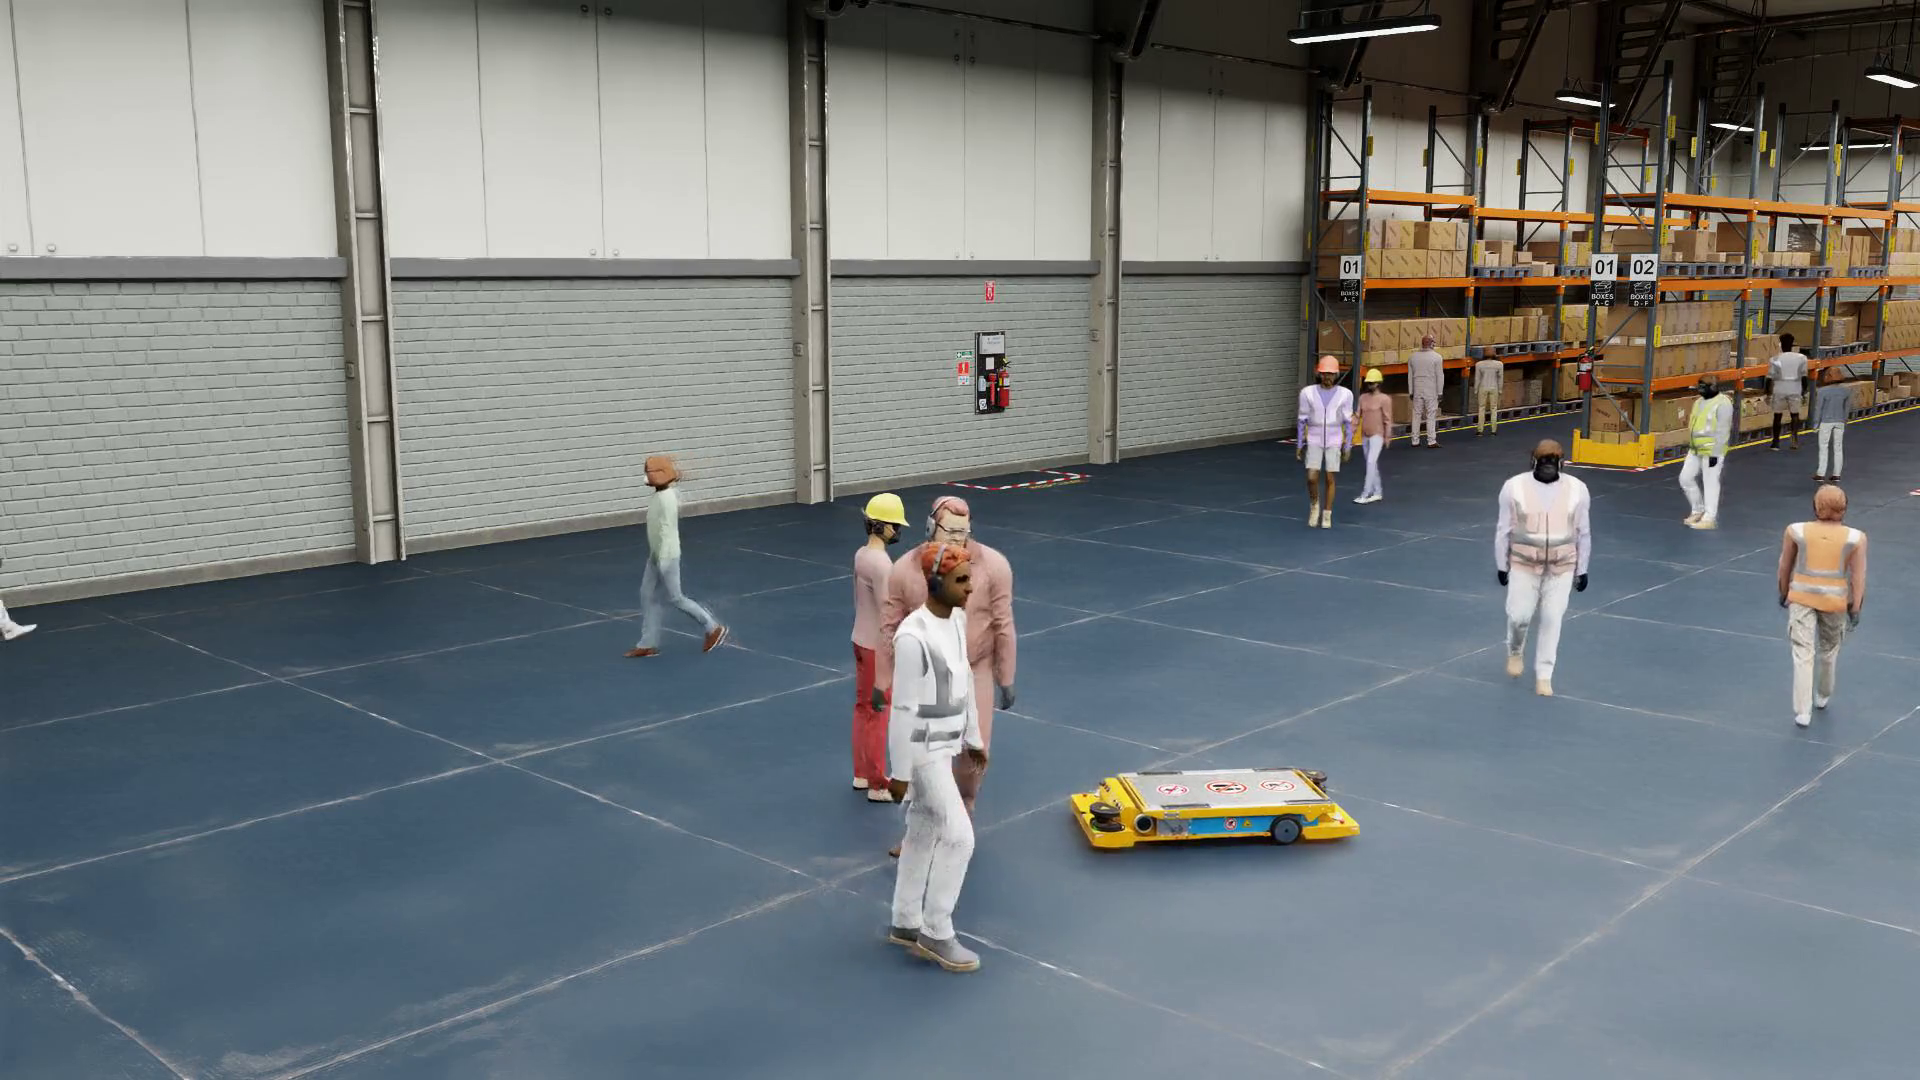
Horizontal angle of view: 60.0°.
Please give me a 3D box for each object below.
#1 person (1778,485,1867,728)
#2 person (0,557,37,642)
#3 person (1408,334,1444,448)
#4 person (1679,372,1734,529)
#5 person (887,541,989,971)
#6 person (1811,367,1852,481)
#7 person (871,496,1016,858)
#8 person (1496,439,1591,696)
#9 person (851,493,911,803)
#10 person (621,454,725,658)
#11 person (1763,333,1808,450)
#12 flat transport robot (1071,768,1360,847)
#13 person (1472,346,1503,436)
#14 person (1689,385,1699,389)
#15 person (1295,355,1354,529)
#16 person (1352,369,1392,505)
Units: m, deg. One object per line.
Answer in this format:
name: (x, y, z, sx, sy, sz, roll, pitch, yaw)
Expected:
person: (5.767, 0.421, 11.166, 0.517, 1.589, 0.844, 5, 10, 26)
person: (-7.777, 0.100, 13.098, 0.535, 1.591, 0.896, 7, 12, 38)
person: (7.848, -2.494, 27.958, 0.637, 1.911, 0.406, 9, 13, 44)
person: (8.638, -1.022, 19.255, 0.453, 1.829, 0.628, -2, 9, -10)
person: (-0.063, 0.929, 7.252, 0.628, 1.863, 0.576, 3, 10, 16)
person: (12.372, -1.641, 23.607, 0.504, 1.629, 0.278, -1, 9, -5)
person: (-0.086, 0.707, 8.502, 0.743, 1.888, 0.390, 2, 10, 14)
person: (4.163, 0.182, 11.888, 0.637, 1.825, 0.461, 2, 10, 12)
person: (-0.448, 0.610, 9.494, 0.327, 1.761, 0.522, -3, 10, -19)
person: (-2.242, 0.127, 12.925, 0.751, 1.610, 0.508, -4, 10, -23)
person: (13.655, -2.444, 27.495, 0.669, 1.953, 0.427, 3, 10, 16)
flat transport robot: (1.362, 1.434, 8.993, 1.431, 0.197, 0.652, -1, 9, -7)
person: (9.489, -2.671, 29.890, 0.531, 1.632, 0.276, 1, 9, 5)
person: (13.803, -2.984, 31.026, 0.575, 1.882, 0.355, 9, 13, 43)
person: (4.211, -1.119, 19.226, 0.653, 2.021, 0.553, 2, 10, 12)
person: (5.255, -1.323, 21.358, 0.611, 1.748, 0.536, -6, 11, -31)
